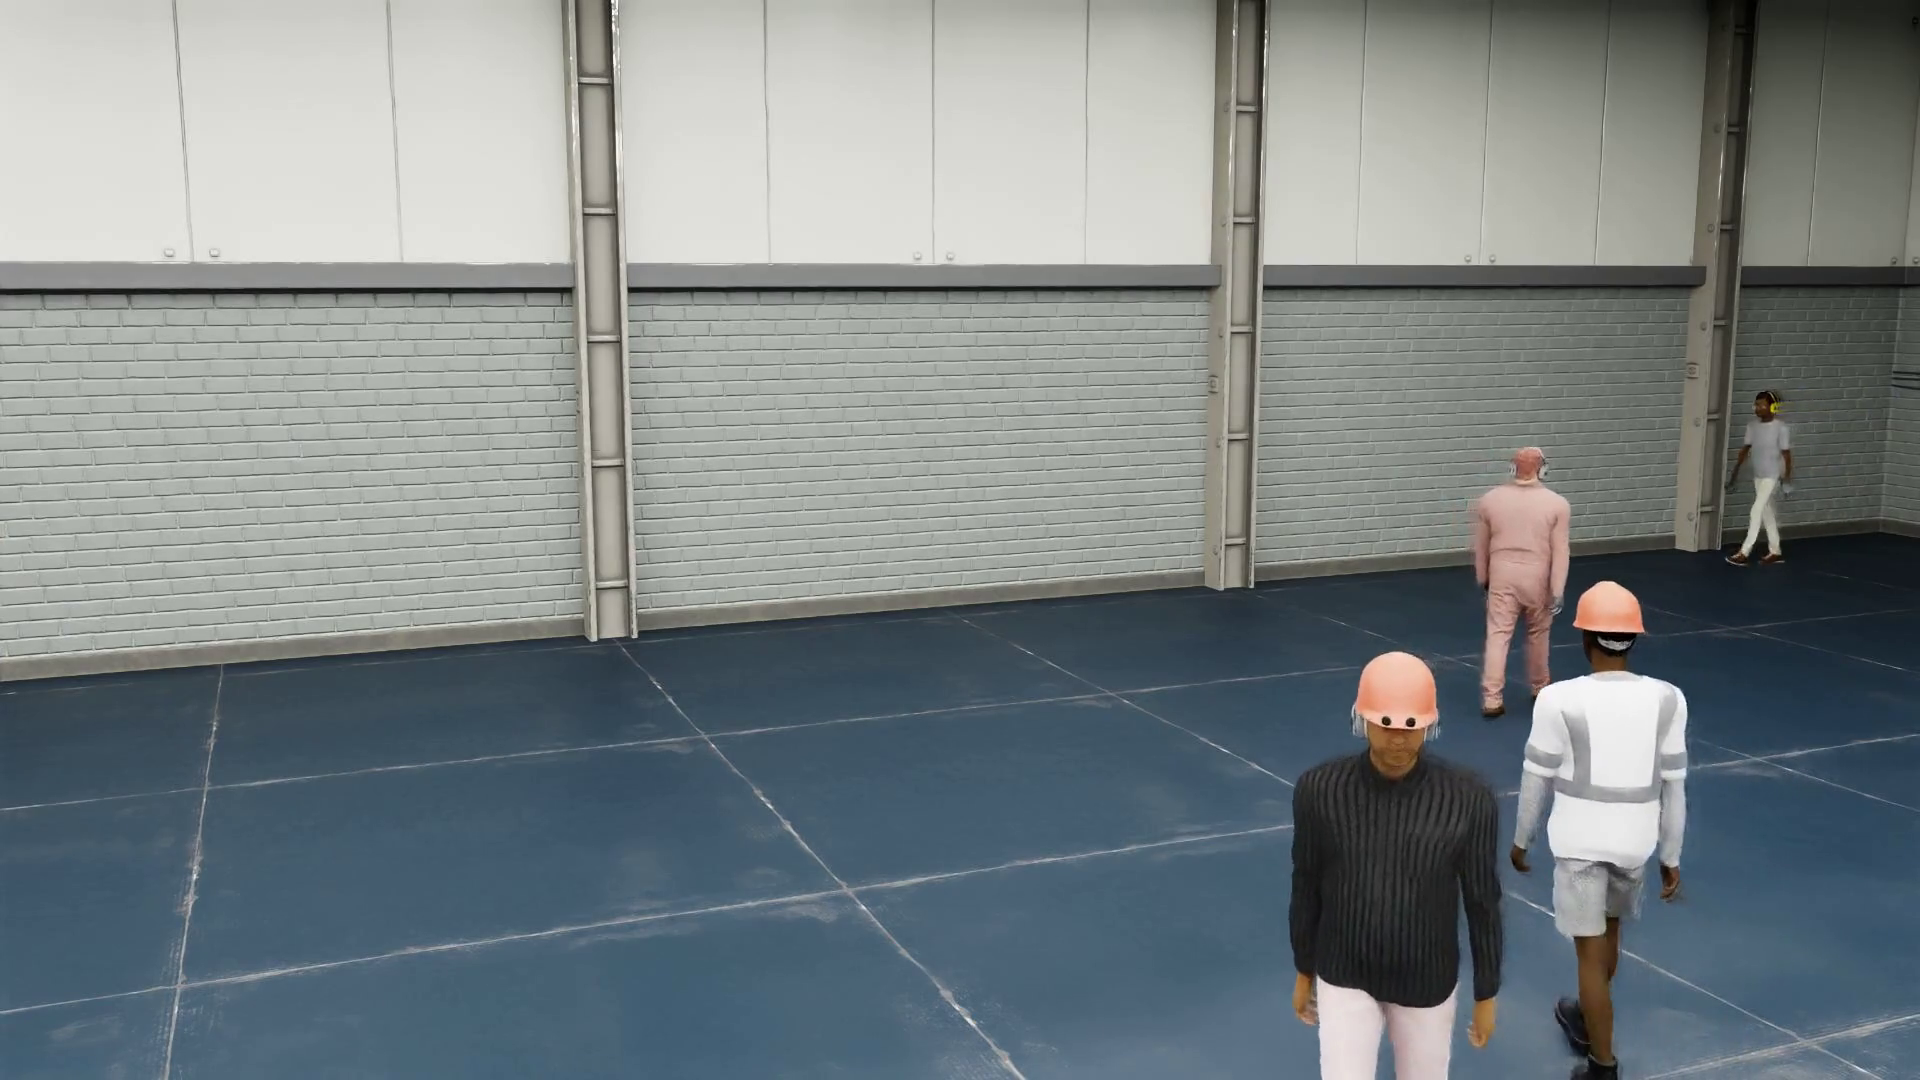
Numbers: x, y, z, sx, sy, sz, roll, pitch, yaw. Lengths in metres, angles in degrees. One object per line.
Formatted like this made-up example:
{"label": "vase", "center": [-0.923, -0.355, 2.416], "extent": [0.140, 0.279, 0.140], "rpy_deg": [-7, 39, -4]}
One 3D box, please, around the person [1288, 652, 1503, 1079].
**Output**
{"label": "person", "center": [1.312, 1.264, 5.037], "extent": [0.622, 1.968, 0.893], "rpy_deg": [3, 10, 18]}

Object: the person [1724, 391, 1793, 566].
{"label": "person", "center": [8.310, -0.632, 17.360], "extent": [0.930, 1.827, 0.505], "rpy_deg": [-3, 9, -16]}

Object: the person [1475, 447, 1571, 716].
{"label": "person", "center": [3.901, 0.277, 11.559], "extent": [0.666, 1.853, 0.991], "rpy_deg": [6, 11, 34]}

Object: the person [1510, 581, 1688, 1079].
{"label": "person", "center": [2.356, 1.093, 6.254], "extent": [0.559, 1.901, 0.883], "rpy_deg": [0, 9, -1]}
